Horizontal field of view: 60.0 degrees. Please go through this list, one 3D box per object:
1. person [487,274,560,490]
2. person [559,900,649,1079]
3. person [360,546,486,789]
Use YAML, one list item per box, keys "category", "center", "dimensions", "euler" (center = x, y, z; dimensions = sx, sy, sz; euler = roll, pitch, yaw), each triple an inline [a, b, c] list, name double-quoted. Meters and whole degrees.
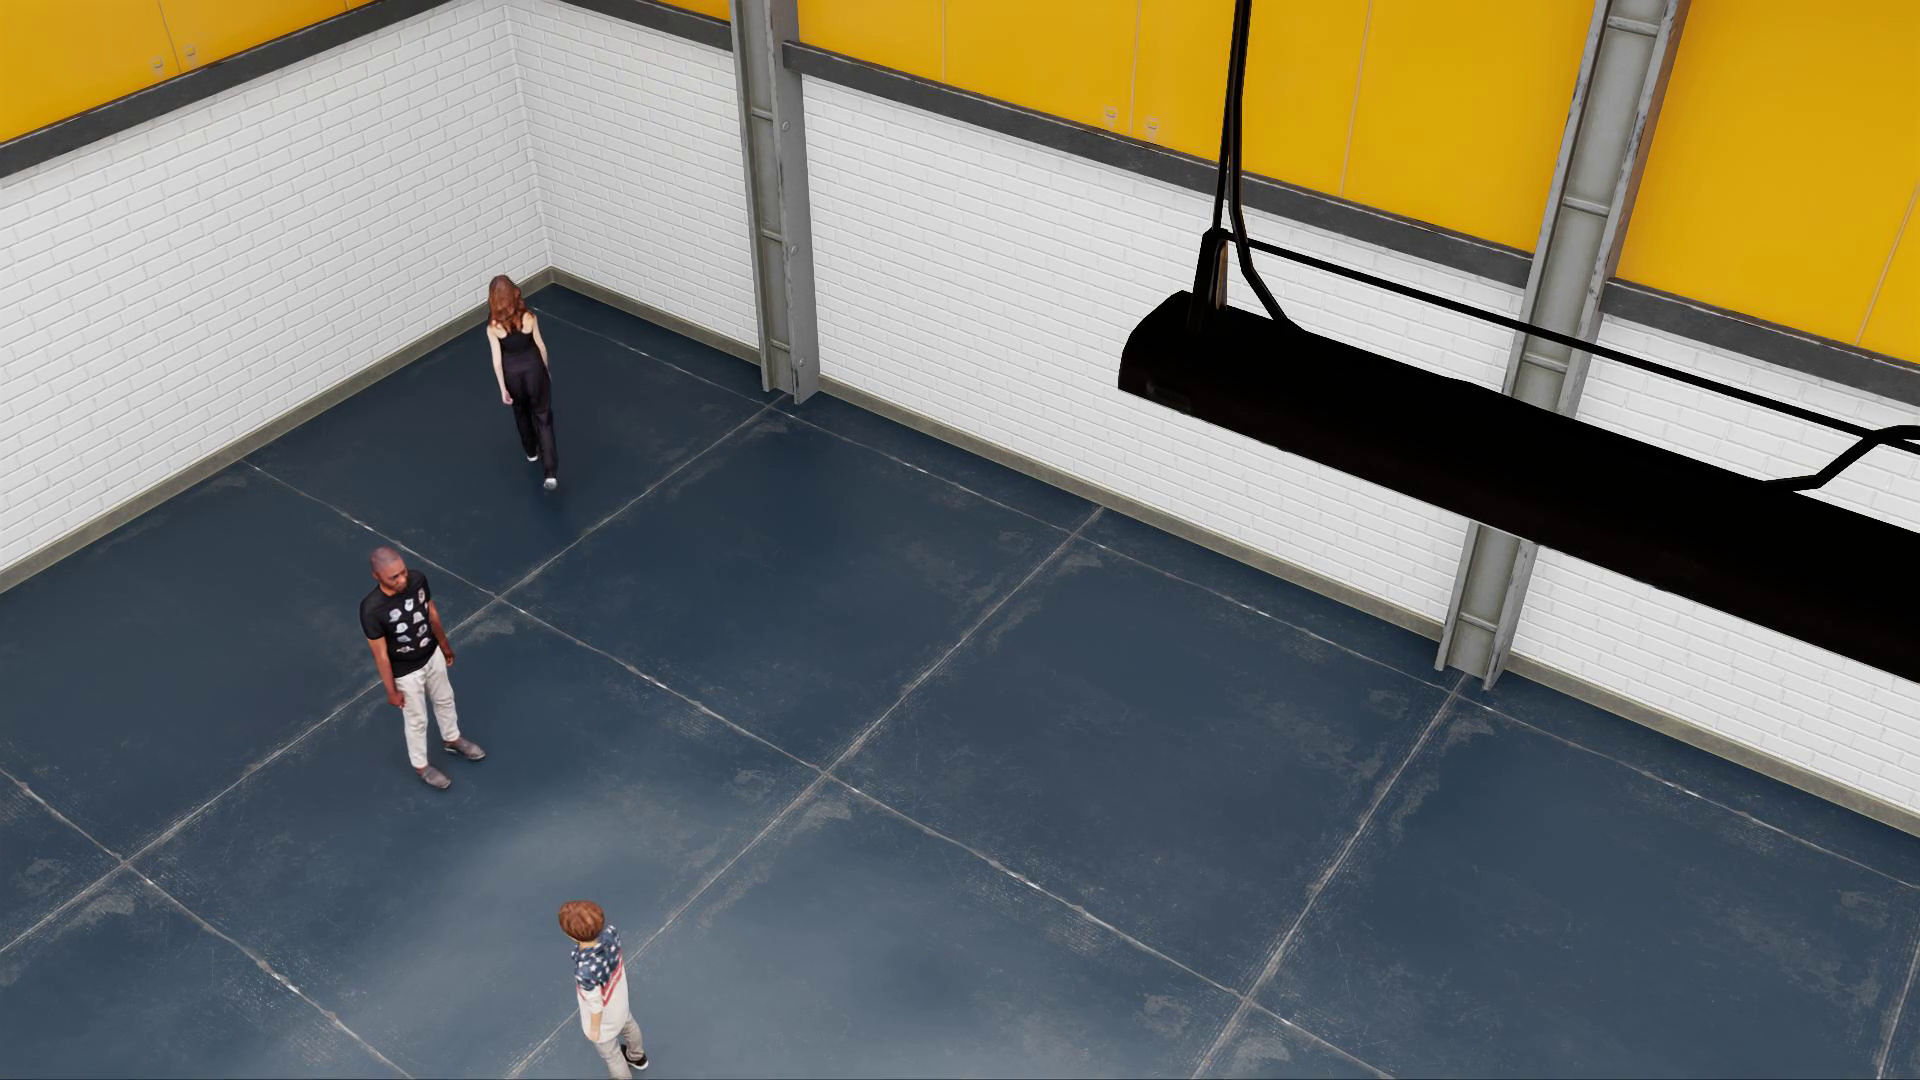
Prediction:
- category: "person"
  center: [-3.266, -1.166, 12.559]
  dimensions: [0.994, 1.716, 1.166]
  euler: [-12, 40, -15]
- category: "person"
  center: [-1.799, 2.318, 8.418]
  dimensions: [0.578, 1.439, 0.581]
  euler: [7, 39, 9]
- category: "person"
  center: [-3.327, 0.739, 10.107]
  dimensions: [0.614, 1.799, 0.677]
  euler: [19, 42, 22]
